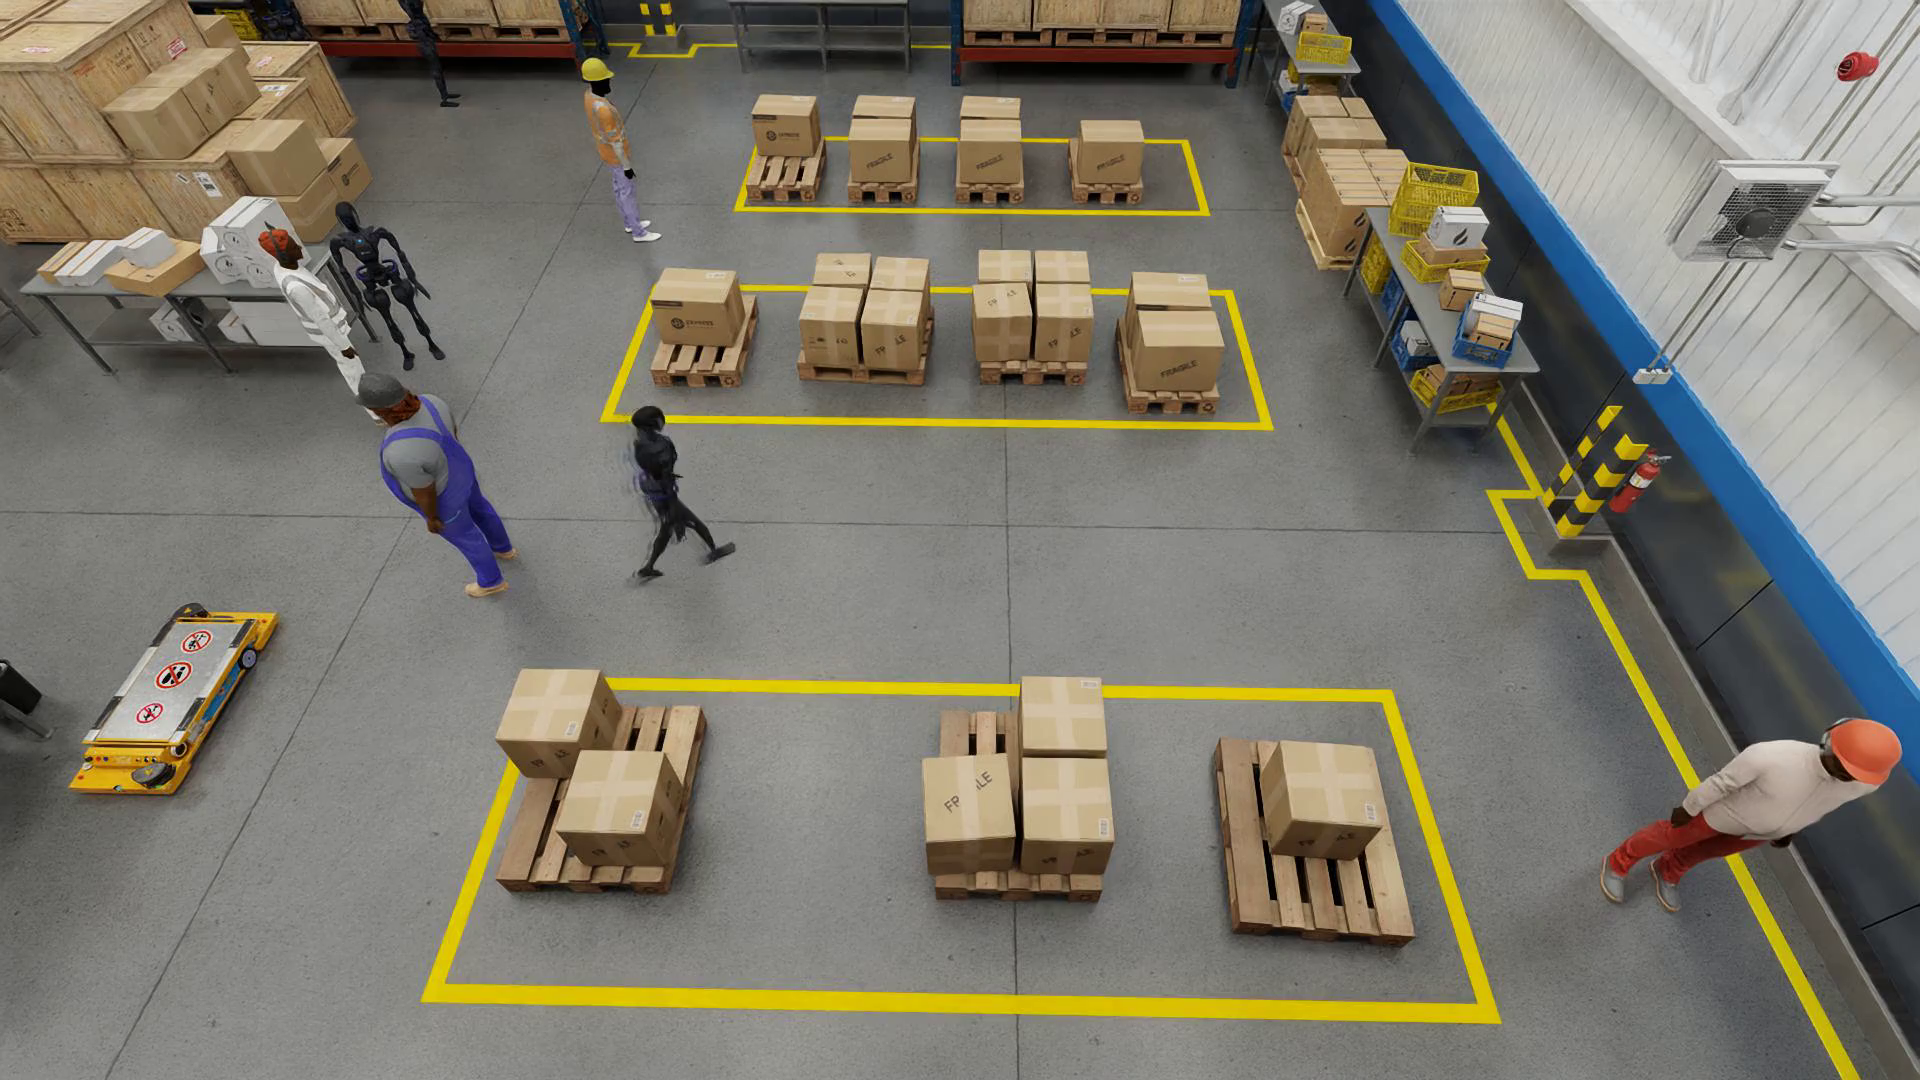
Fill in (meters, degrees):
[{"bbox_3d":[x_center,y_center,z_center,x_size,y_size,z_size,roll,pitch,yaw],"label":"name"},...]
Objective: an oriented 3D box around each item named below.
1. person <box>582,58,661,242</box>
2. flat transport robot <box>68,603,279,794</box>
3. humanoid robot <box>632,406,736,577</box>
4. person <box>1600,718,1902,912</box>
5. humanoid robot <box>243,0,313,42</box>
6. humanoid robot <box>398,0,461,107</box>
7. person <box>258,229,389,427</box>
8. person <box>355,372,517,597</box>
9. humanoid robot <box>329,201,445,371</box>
[{"bbox_3d":[-3.648,-4.121,9.768,0.366,1.927,0.586,-26,54,-20],"label":"person"},{"bbox_3d":[-5.504,1.072,6.442,0.652,0.197,1.431,1,50,1],"label":"flat transport robot"},{"bbox_3d":[-2.192,-0.319,6.758,0.726,1.654,0.593,-31,56,-23],"label":"humanoid robot"},{"bbox_3d":[4.240,1.512,4.958,0.612,1.993,0.393,10,50,8],"label":"person"},{"bbox_3d":[-9.040,-6.824,12.209,0.601,1.658,0.324,-31,57,-24],"label":"humanoid robot"},{"bbox_3d":[-7.003,-6.591,12.013,0.314,1.657,0.609,-11,51,-9],"label":"humanoid robot"},{"bbox_3d":[-5.342,-1.779,7.816,0.356,1.882,0.574,-32,57,-24],"label":"person"},{"bbox_3d":[-3.735,-0.378,6.528,0.537,2.000,0.678,-3,50,-2],"label":"person"},{"bbox_3d":[-5.249,-2.310,8.392,0.601,1.653,0.328,-24,54,-19],"label":"humanoid robot"}]
